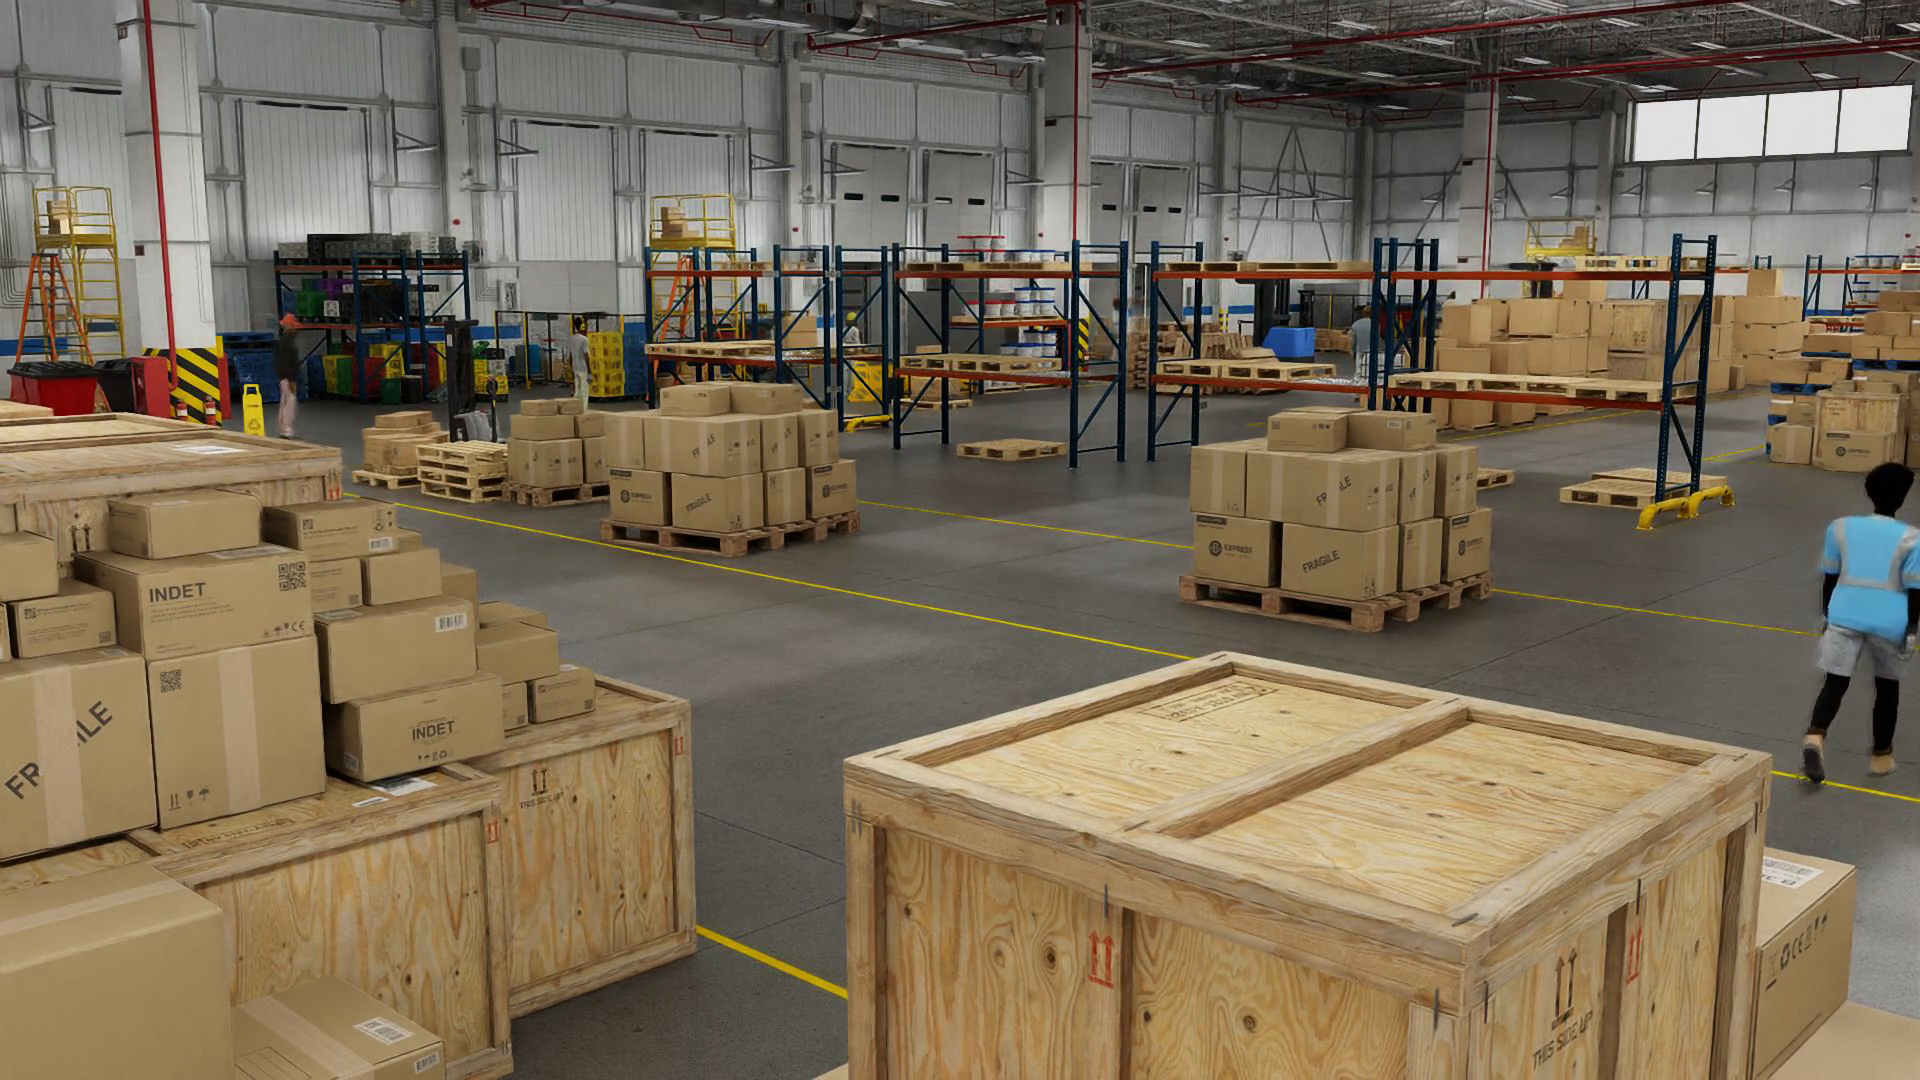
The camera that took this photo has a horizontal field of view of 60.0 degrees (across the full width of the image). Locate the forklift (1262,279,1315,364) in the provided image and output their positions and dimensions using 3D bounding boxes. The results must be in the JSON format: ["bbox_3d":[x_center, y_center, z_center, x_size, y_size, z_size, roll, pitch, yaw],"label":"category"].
[{"bbox_3d":[8.555,-6.090,44.881,1.873,2.768,1.129,9,13,43],"label":"forklift"}]

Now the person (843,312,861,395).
[{"bbox_3d":[-2.262,-3.921,35.068,0.494,1.741,0.312,9,13,43],"label":"person"}]

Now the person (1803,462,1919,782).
[{"bbox_3d":[4.646,0.439,8.555,0.712,1.675,0.545,-9,13,-43],"label":"person"}]

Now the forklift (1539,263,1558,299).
[{"bbox_3d":[16.188,-6.267,45.970,1.873,2.768,1.129,3,10,16],"label":"forklift"}]

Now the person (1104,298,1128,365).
[{"bbox_3d":[4.274,-5.722,45.791,0.924,1.838,0.589,-6,11,-31],"label":"person"}]

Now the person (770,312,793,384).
[{"bbox_3d":[-3.536,-3.586,32.847,0.501,1.809,0.916,4,10,21],"label":"person"}]

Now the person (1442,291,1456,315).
[{"bbox_3d":[16.039,-7.140,54.202,0.638,1.938,0.356,9,13,43],"label":"person"}]

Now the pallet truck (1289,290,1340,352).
[{"bbox_3d":[11.297,-6.951,52.861,1.885,1.965,0.823,-5,11,-29],"label":"pallet truck"}]

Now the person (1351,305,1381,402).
[{"bbox_3d":[8.087,-3.700,33.105,0.638,1.938,0.356,9,13,43],"label":"person"}]

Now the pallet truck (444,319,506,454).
[{"bbox_3d":[-6.981,-1.942,22.150,1.885,1.965,0.823,1,9,9],"label":"pallet truck"}]

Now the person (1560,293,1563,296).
[{"bbox_3d":[19.756,-7.217,54.842,0.996,1.898,0.552,4,10,25],"label":"person"}]

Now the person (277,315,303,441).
[{"bbox_3d":[-10.372,-2.491,25.691,0.514,1.957,0.667,-3,10,-18],"label":"person"}]

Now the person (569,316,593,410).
[{"bbox_3d":[-6.319,-2.801,27.820,0.538,1.866,0.313,9,13,43],"label":"person"}]
